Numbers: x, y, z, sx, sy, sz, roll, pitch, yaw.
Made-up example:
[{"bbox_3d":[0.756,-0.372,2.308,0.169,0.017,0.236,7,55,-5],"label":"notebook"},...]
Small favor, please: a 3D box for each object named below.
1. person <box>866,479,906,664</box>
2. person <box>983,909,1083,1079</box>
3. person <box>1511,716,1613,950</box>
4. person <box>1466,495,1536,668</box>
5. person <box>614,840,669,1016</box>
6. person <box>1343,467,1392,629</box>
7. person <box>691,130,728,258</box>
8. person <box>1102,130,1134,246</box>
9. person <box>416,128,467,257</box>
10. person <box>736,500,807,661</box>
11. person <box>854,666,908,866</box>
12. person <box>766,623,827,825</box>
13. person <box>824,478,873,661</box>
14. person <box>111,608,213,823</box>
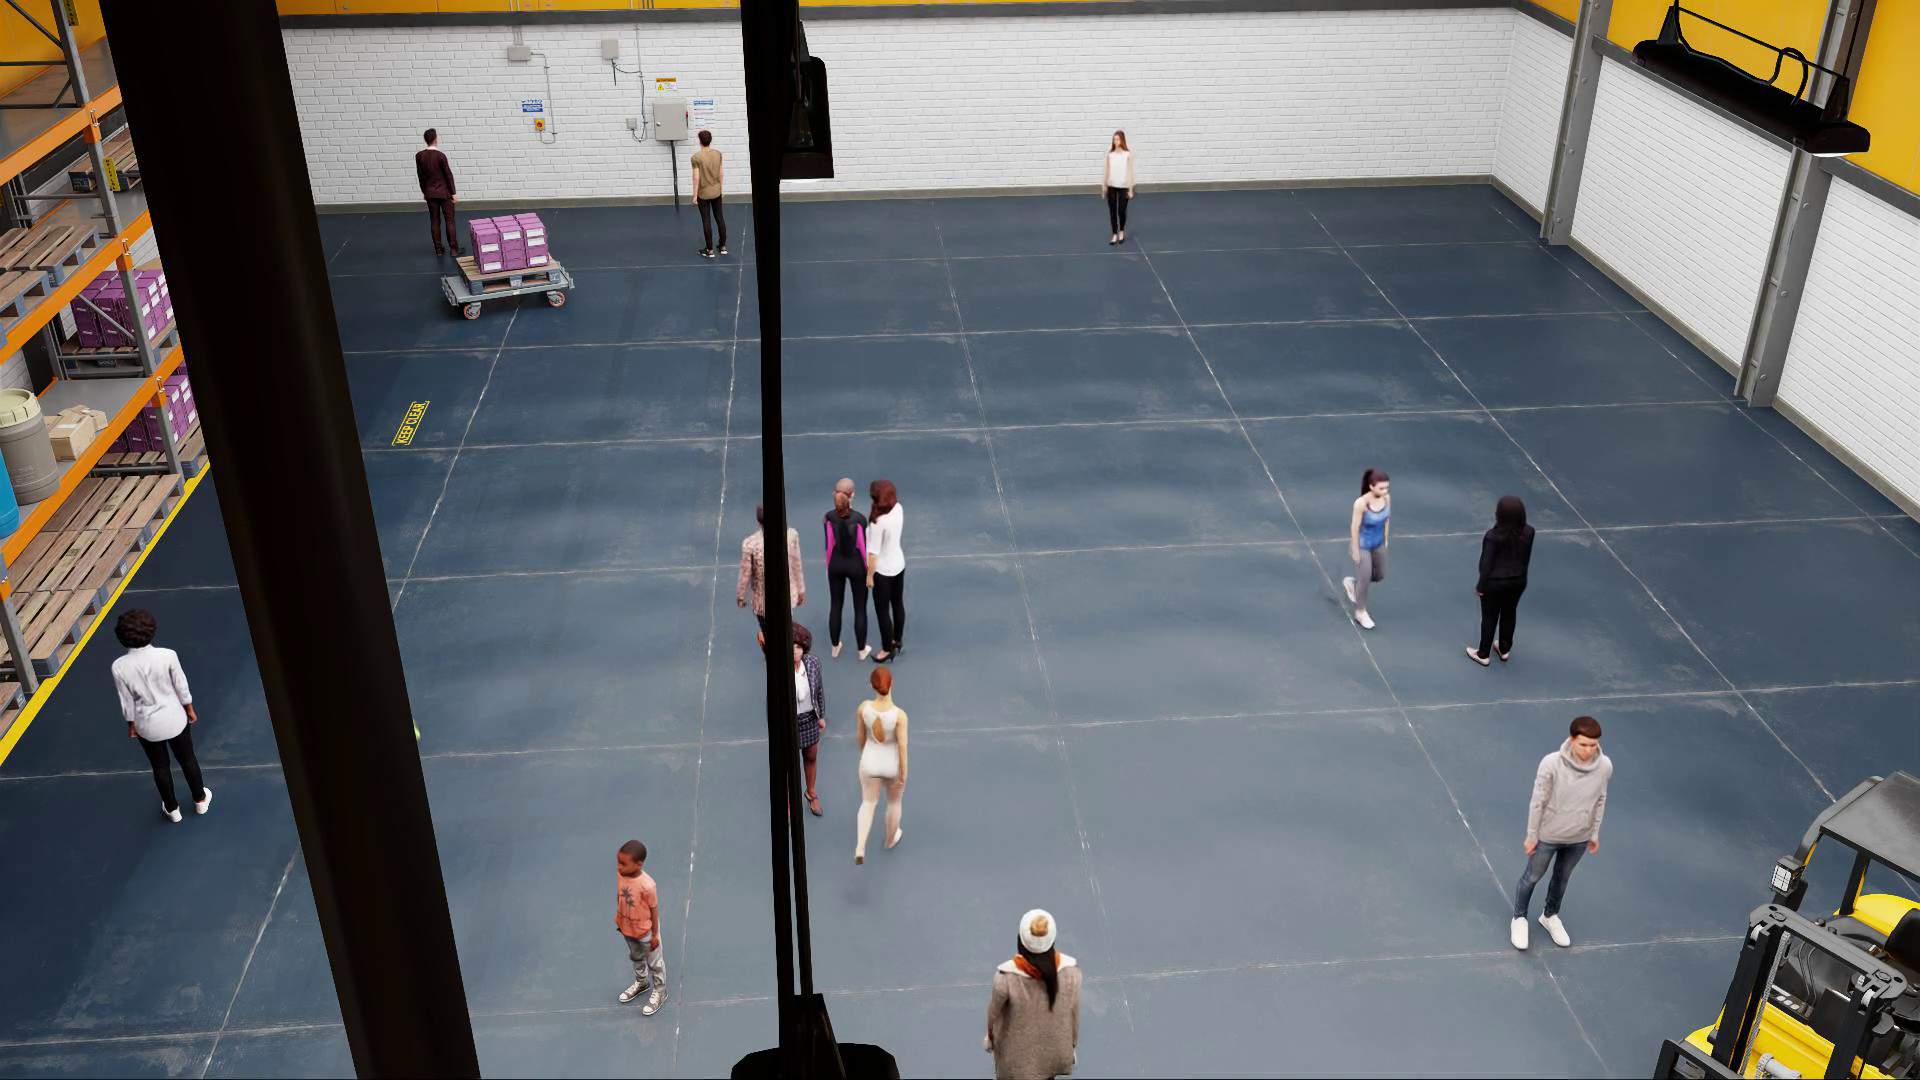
[{"bbox_3d":[-0.615,0.266,14.549,0.741,1.793,0.638,14,32,24],"label":"person"},{"bbox_3d":[0.431,2.948,9.557,0.808,1.866,1.140,-7,29,-13],"label":"person"},{"bbox_3d":[4.110,1.970,11.362,0.665,1.852,0.565,-1,29,-2],"label":"person"},{"bbox_3d":[4.759,0.356,14.571,0.708,1.613,0.703,-10,30,-17],"label":"person"},{"bbox_3d":[-2.100,2.516,10.927,0.568,1.310,0.616,18,34,30],"label":"person"},{"bbox_3d":[3.688,0.029,15.190,0.763,1.595,0.879,-17,33,-29],"label":"person"},{"bbox_3d":[-3.656,-5.064,24.259,0.749,1.852,0.761,-21,35,-33],"label":"person"},{"bbox_3d":[2.382,-5.251,24.746,0.701,1.713,0.715,12,31,20],"label":"person"},{"bbox_3d":[-7.600,-5.065,24.246,0.741,1.865,0.684,4,29,8],"label":"person"},{"bbox_3d":[-1.548,0.535,14.083,1.049,1.767,1.245,-17,33,-29],"label":"person"},{"bbox_3d":[-0.592,1.695,12.110,0.753,1.621,0.937,9,30,16],"label":"person"},{"bbox_3d":[-1.236,1.381,12.598,0.687,1.703,0.662,-12,31,-22],"label":"person"},{"bbox_3d":[-0.992,0.255,14.619,0.606,1.745,0.606,5,29,10],"label":"person"},{"bbox_3d":[-6.061,1.327,12.588,0.717,1.809,0.699,-15,32,-25],"label":"person"}]
